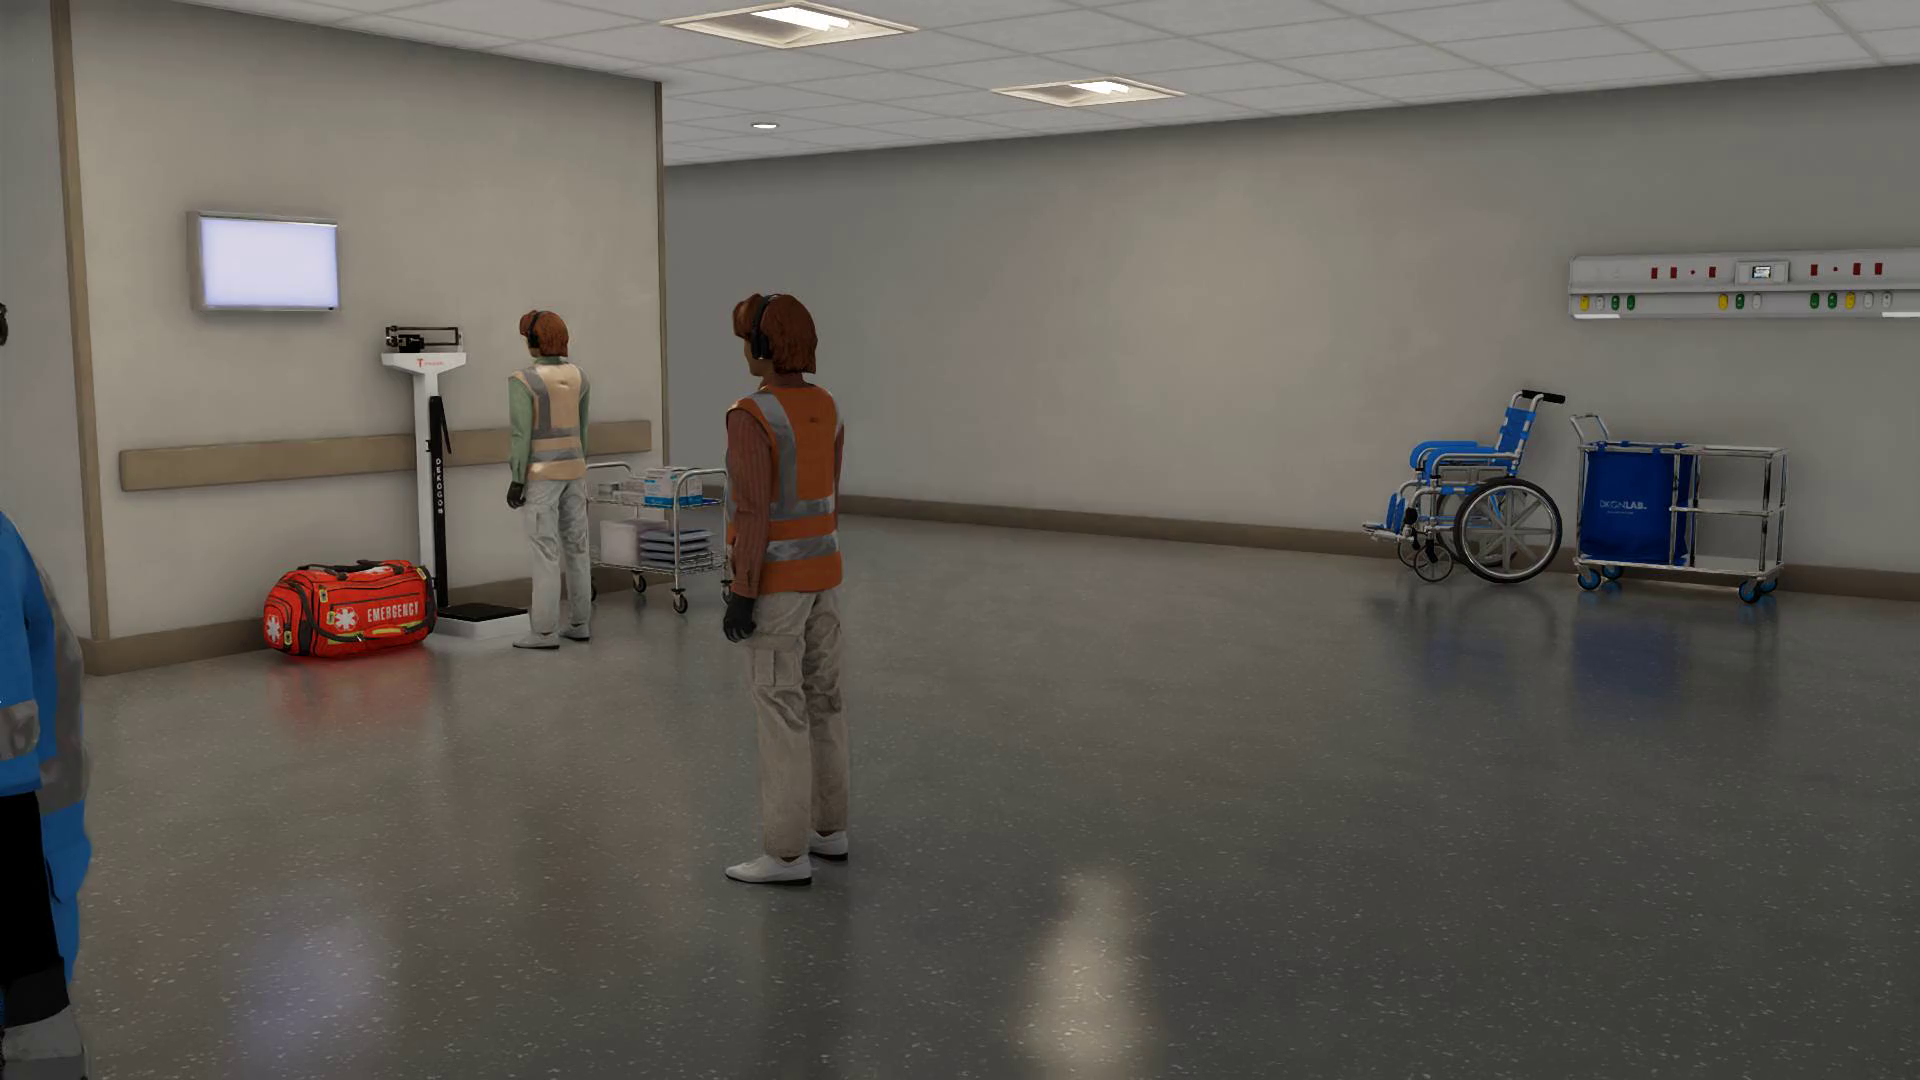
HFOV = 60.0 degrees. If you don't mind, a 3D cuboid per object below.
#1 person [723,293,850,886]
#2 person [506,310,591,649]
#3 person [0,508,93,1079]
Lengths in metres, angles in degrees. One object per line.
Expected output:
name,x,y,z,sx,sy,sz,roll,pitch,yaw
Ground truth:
person,-0.486,0.138,4.648,0.310,1.638,0.523,3,8,25
person,-1.987,-0.289,8.079,0.307,1.641,0.513,4,8,28
person,-1.097,0.465,1.773,0.538,1.700,0.317,5,9,36
